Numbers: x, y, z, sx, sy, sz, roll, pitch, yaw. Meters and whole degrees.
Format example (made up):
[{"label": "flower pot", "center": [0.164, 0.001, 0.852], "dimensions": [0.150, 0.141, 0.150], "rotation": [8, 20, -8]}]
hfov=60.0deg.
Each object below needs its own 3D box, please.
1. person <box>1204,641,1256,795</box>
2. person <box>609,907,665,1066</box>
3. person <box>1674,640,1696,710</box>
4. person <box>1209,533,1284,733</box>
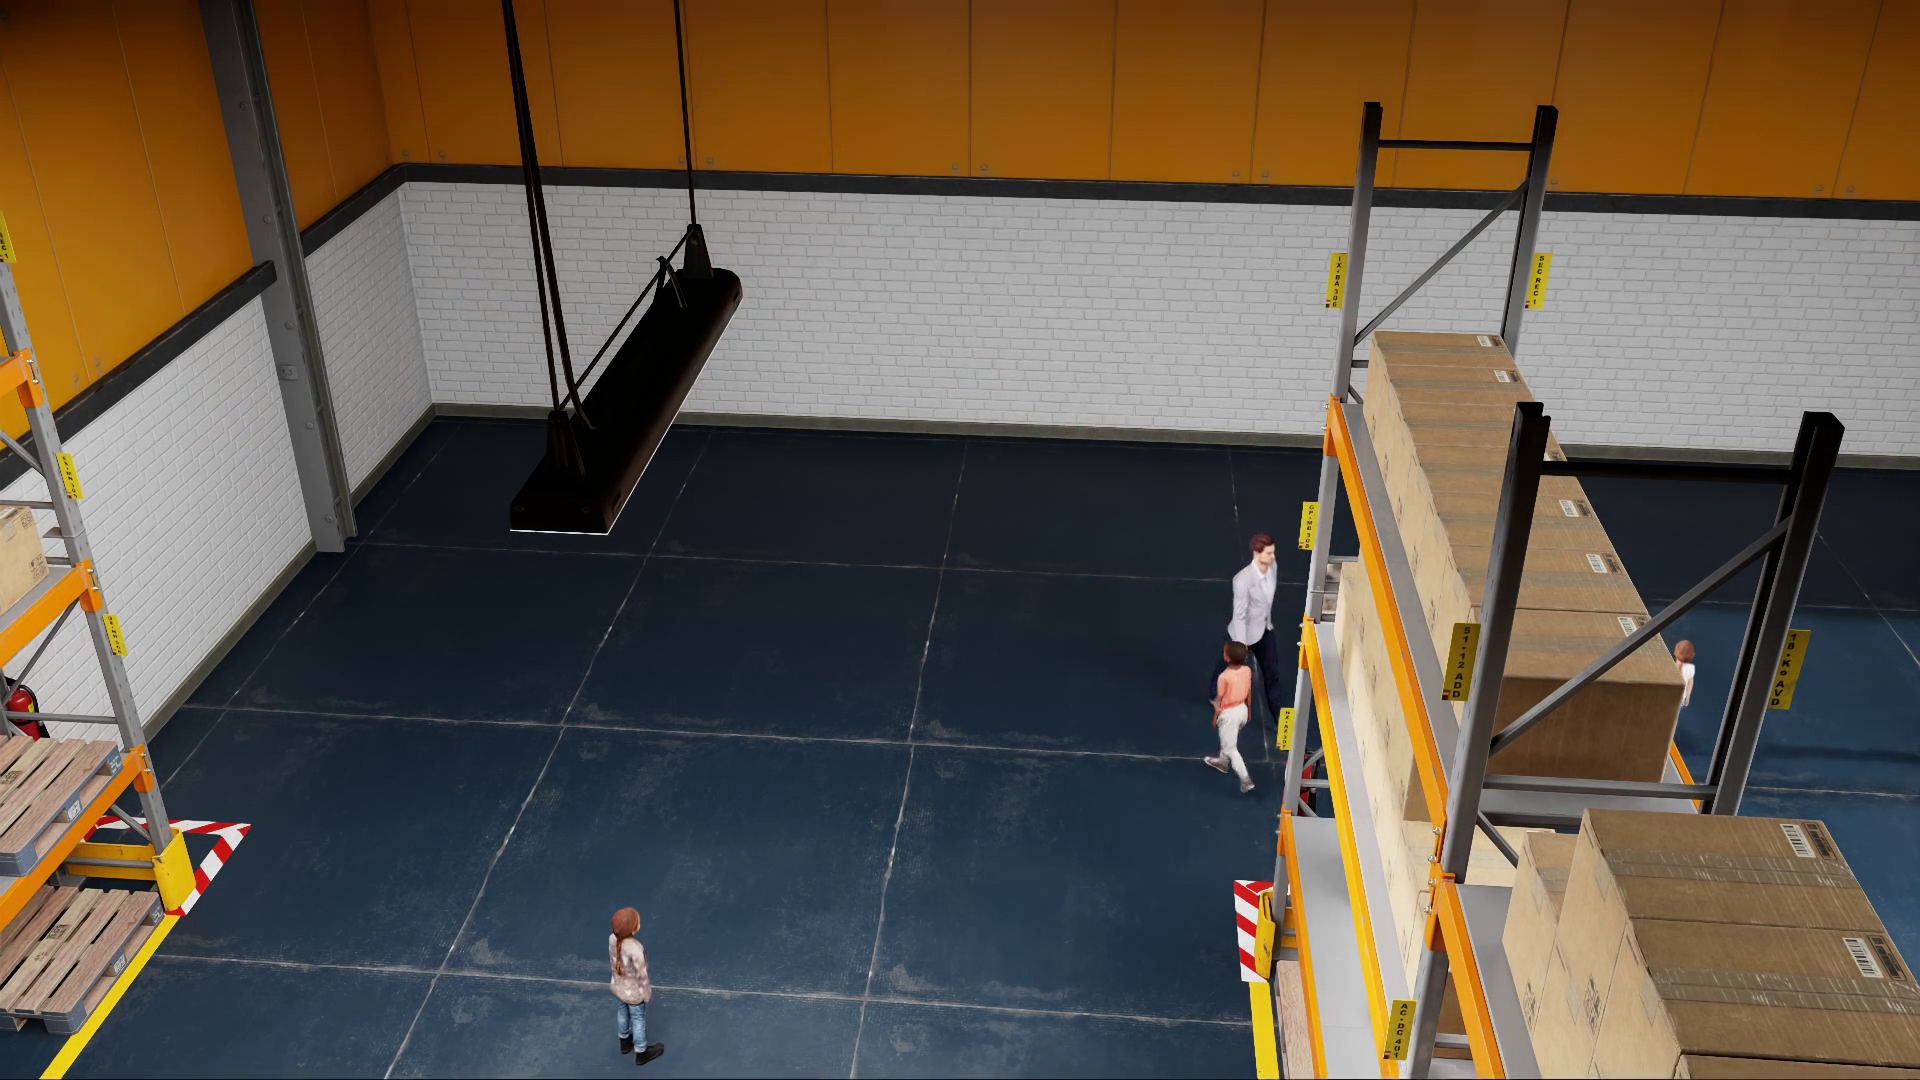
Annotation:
[{"label": "person", "center": [2.204, 1.409, 13.209], "dimensions": [0.791, 1.298, 0.897], "rotation": [-18, 34, -30]}, {"label": "person", "center": [-2.124, 2.853, 10.673], "dimensions": [0.547, 1.193, 0.588], "rotation": [22, 36, 35]}, {"label": "person", "center": [5.881, 1.300, 13.716], "dimensions": [0.418, 1.004, 0.633], "rotation": [2, 29, 4]}, {"label": "person", "center": [2.359, 0.735, 13.914], "dimensions": [1.185, 1.806, 1.246], "rotation": [-22, 35, -34]}]
